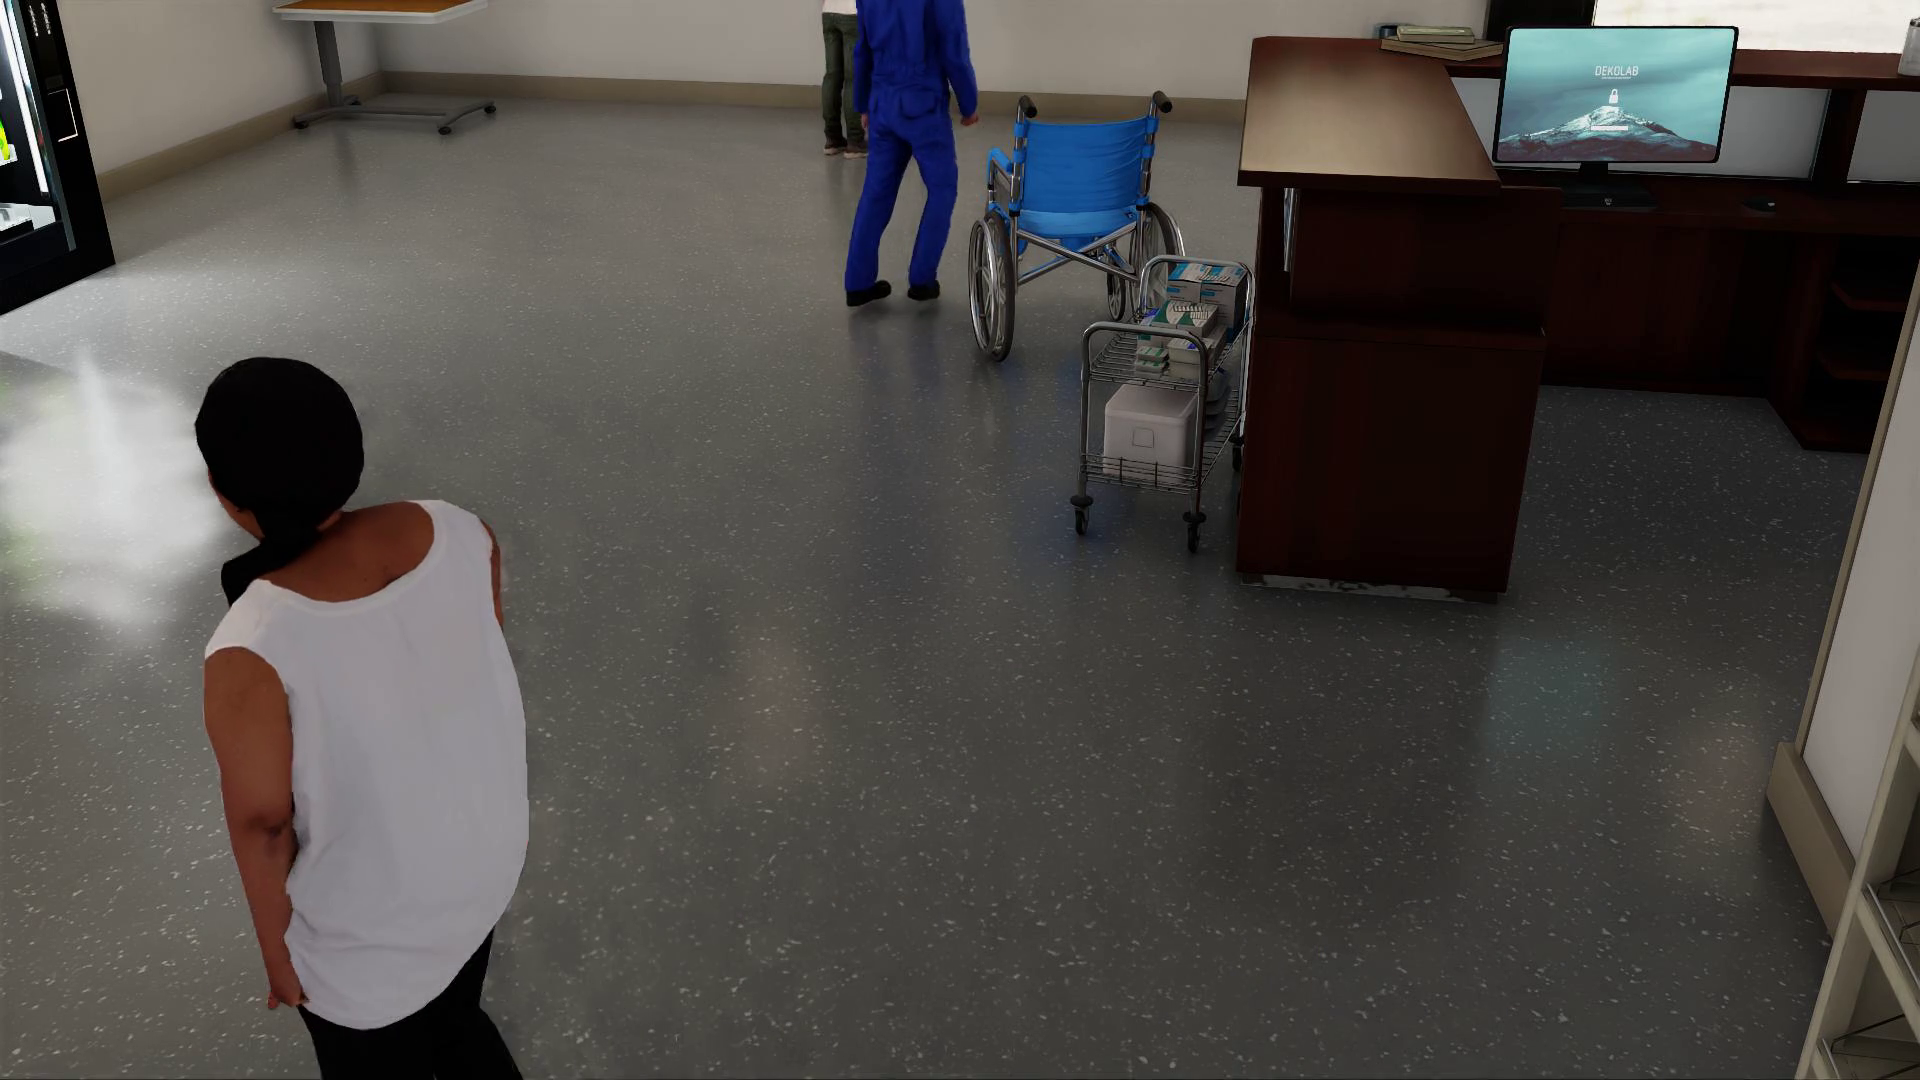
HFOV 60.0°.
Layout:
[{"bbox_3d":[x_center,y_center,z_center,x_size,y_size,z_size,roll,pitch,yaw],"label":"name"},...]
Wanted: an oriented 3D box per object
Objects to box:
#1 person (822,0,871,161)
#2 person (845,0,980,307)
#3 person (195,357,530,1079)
[{"bbox_3d":[-0.717,-3.252,10.416,0.667,1.653,0.701,23,34,39],"label":"person"},{"bbox_3d":[-0.235,-1.881,7.416,0.893,1.789,0.882,12,28,23],"label":"person"},{"bbox_3d":[-0.847,0.521,2.562,0.824,1.680,0.728,14,29,26],"label":"person"}]
